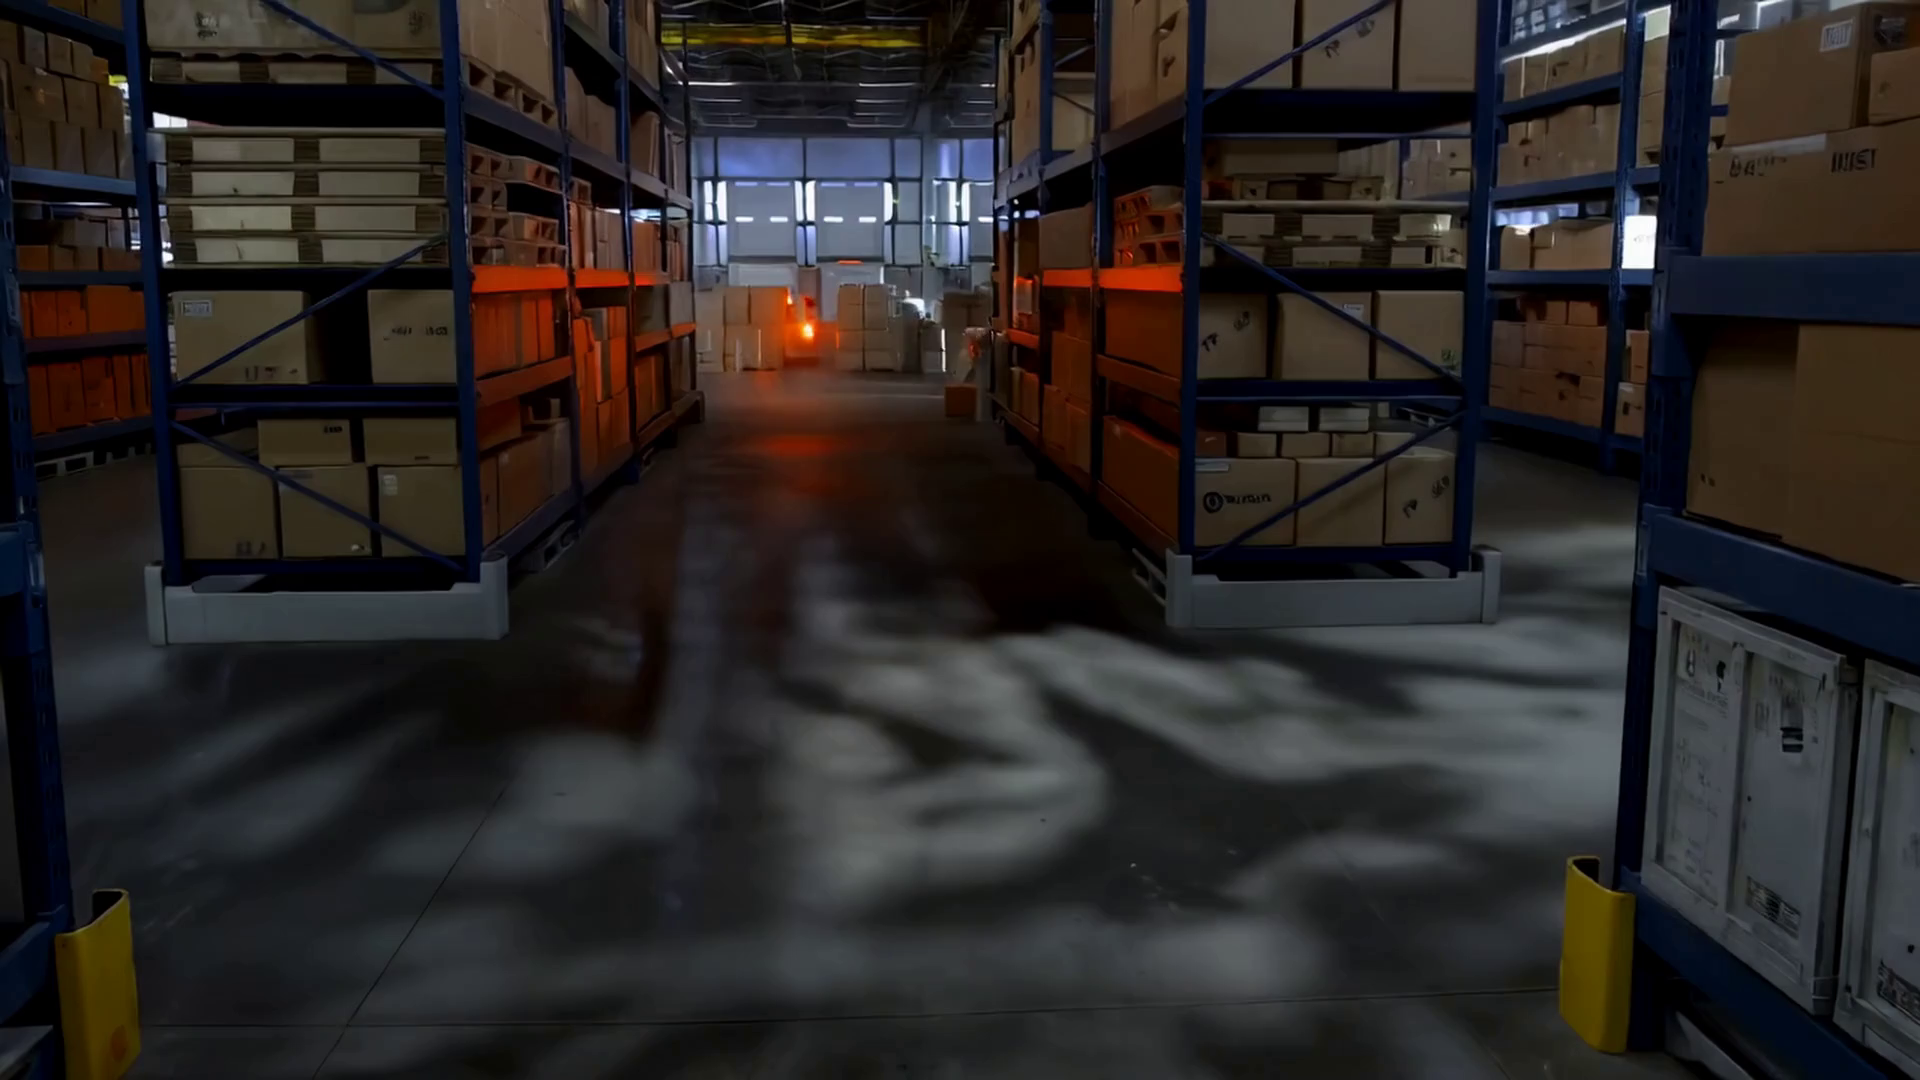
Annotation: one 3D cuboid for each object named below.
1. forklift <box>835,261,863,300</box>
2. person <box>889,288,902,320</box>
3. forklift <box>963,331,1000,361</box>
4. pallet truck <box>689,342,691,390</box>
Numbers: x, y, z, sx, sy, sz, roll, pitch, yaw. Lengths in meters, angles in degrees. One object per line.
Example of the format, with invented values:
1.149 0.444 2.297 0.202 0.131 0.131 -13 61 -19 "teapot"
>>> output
-3.654 -7.844 55.081 1.129 2.768 1.873 -1 9 -4 "forklift"
-2.297 -7.817 57.915 0.634 1.929 0.387 4 10 22 "person"
1.009 -4.880 36.474 1.873 2.768 1.129 -1 9 -4 "forklift"
-5.225 -3.008 27.480 1.885 1.965 0.823 2 9 14 "pallet truck"
